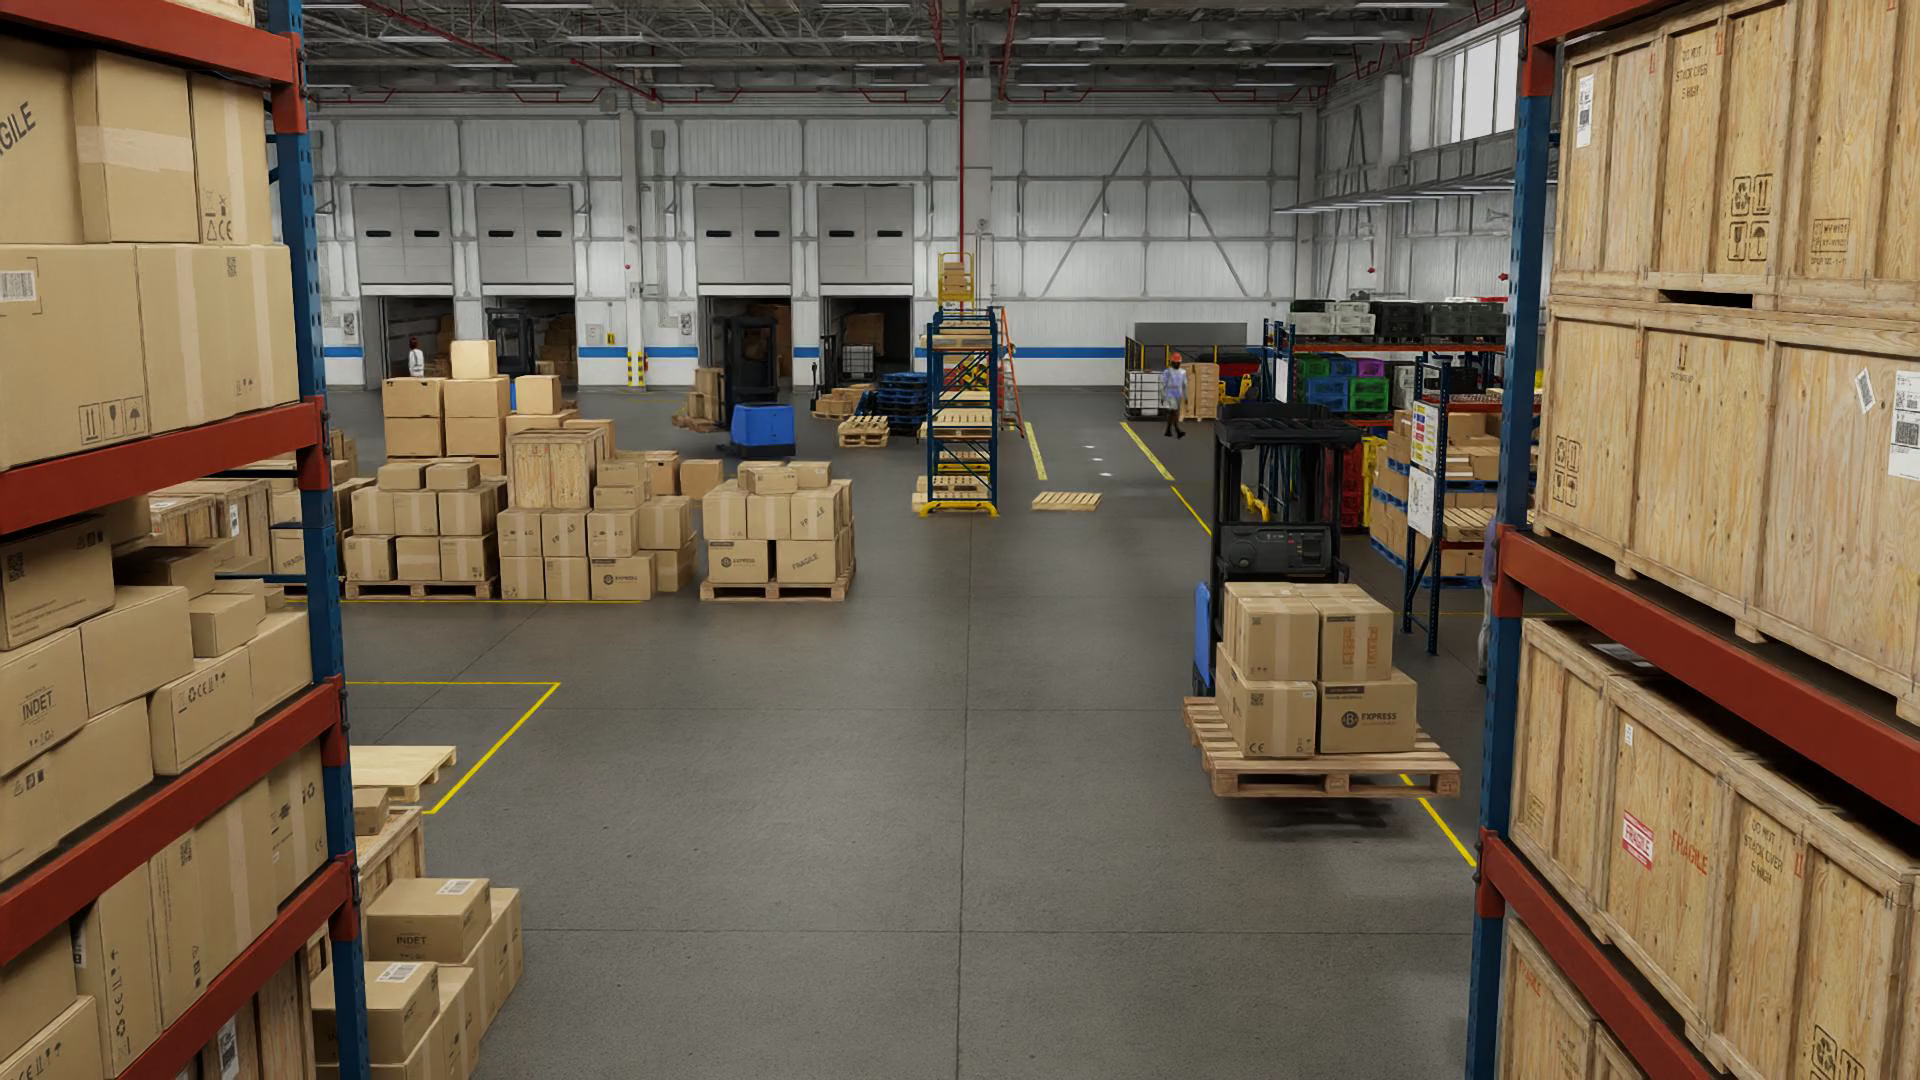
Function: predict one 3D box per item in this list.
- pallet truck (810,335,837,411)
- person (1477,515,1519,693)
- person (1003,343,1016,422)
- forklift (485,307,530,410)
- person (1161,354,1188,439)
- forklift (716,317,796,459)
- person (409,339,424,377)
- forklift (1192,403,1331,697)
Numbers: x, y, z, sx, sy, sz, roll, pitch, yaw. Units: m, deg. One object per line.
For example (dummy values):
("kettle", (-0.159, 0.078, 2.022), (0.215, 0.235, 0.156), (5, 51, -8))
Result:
("pallet truck", (-3.021, -4.312, 43.126), (1.885, 1.965, 0.823), (3, 10, 17))
("person", (5.132, 0.463, 15.760), (0.372, 1.935, 0.629), (0, 10, 2))
("person", (1.196, -3.851, 40.635), (0.372, 1.939, 0.629), (0, 10, 2))
("forklift", (-10.754, -4.150, 39.646), (1.129, 2.768, 1.873), (0, 10, 1))
("person", (4.811, -3.199, 37.014), (0.566, 1.882, 1.011), (-4, 11, -22))
("forklift", (-4.139, -3.115, 33.674), (1.129, 2.768, 1.873), (-5, 11, -26))
("person", (-14.351, -4.355, 43.750), (0.675, 1.860, 0.604), (3, 10, 17))
("forklift", (2.697, 0.199, 14.557), (1.129, 2.768, 1.873), (0, 10, 1))
